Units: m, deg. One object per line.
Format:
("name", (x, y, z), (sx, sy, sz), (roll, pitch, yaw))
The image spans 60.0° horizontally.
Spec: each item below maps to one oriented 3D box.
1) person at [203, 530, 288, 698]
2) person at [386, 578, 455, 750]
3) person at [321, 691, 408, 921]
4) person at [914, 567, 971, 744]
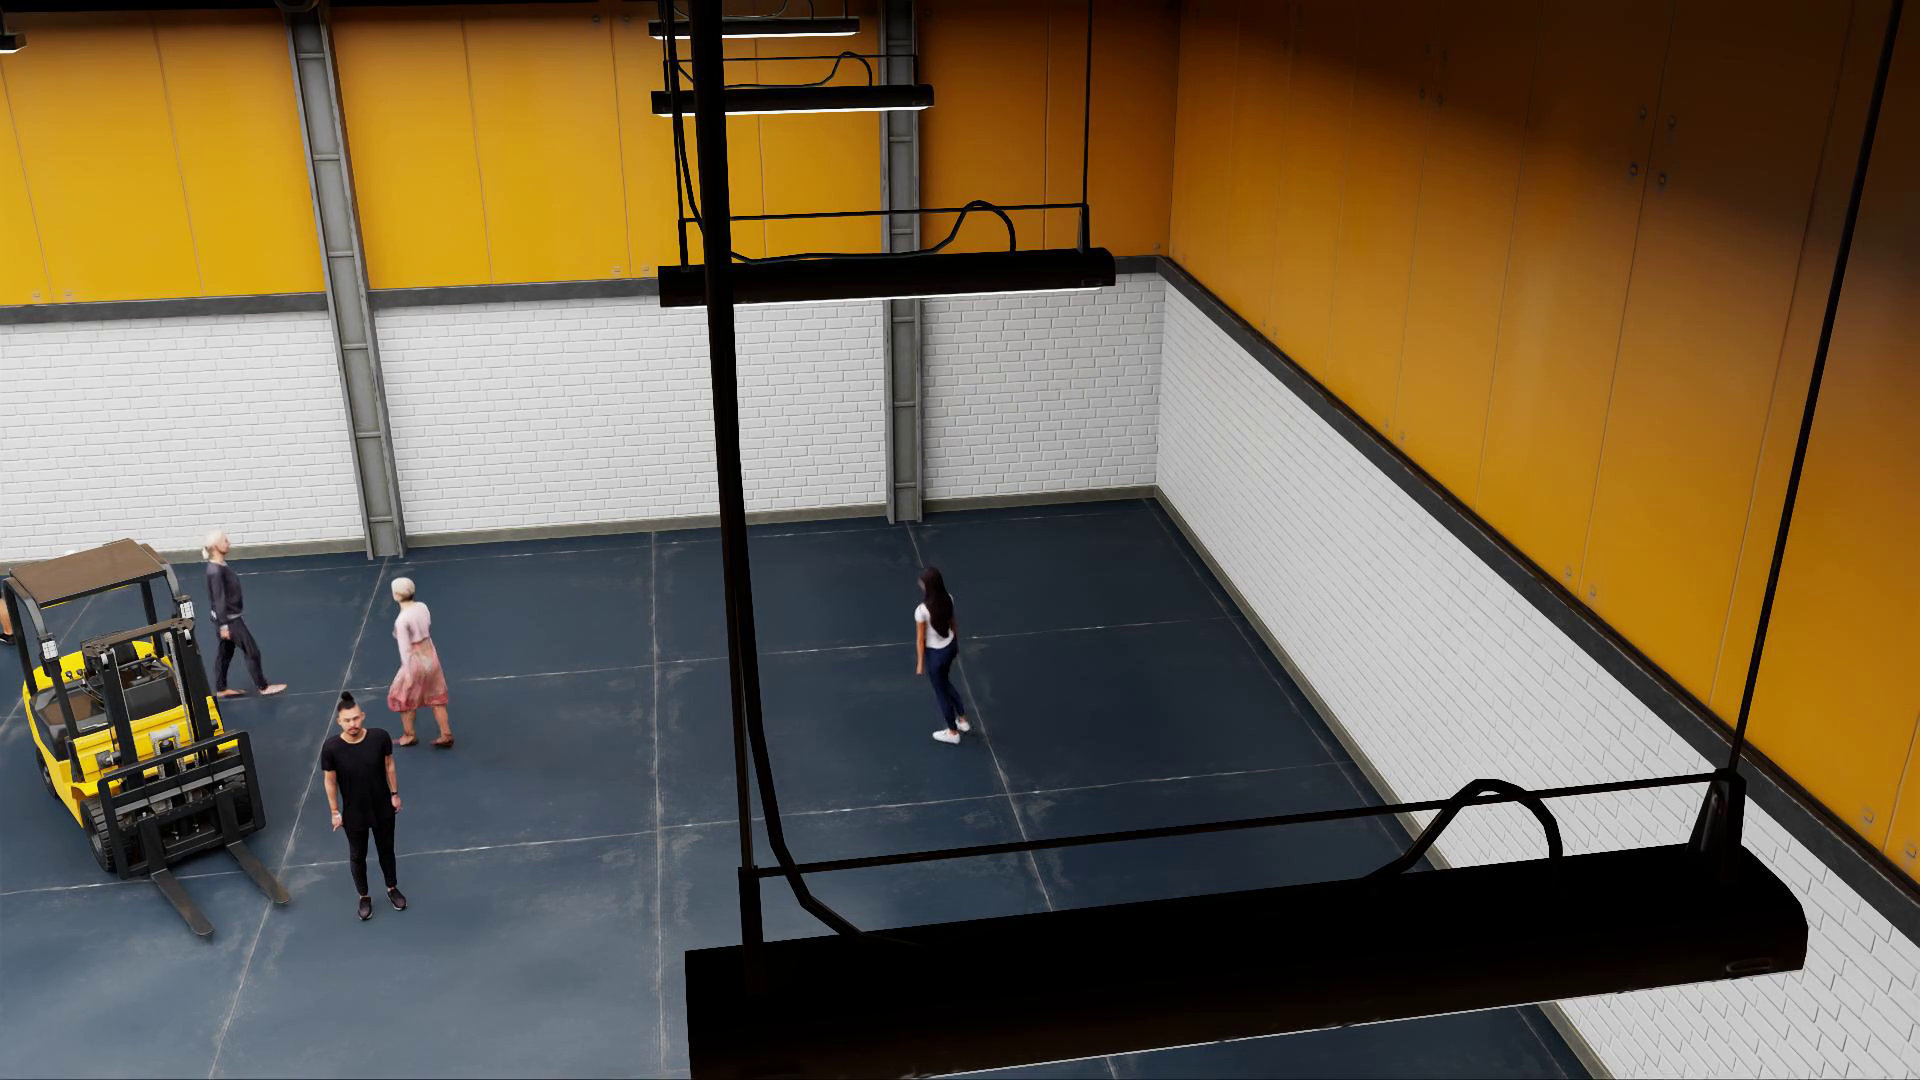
("person", (-6.990, 0.731, 15.663), (0.937, 1.707, 0.789), (-11, 26, -23))
("person", (-4.741, 1.131, 14.790), (0.914, 1.673, 0.807), (7, 25, 15))
("person", (-4.507, 1.984, 12.600), (0.647, 1.864, 0.811), (-13, 27, -27))
("person", (-0.130, 1.050, 14.875), (0.766, 1.754, 0.827), (-21, 31, -40))
